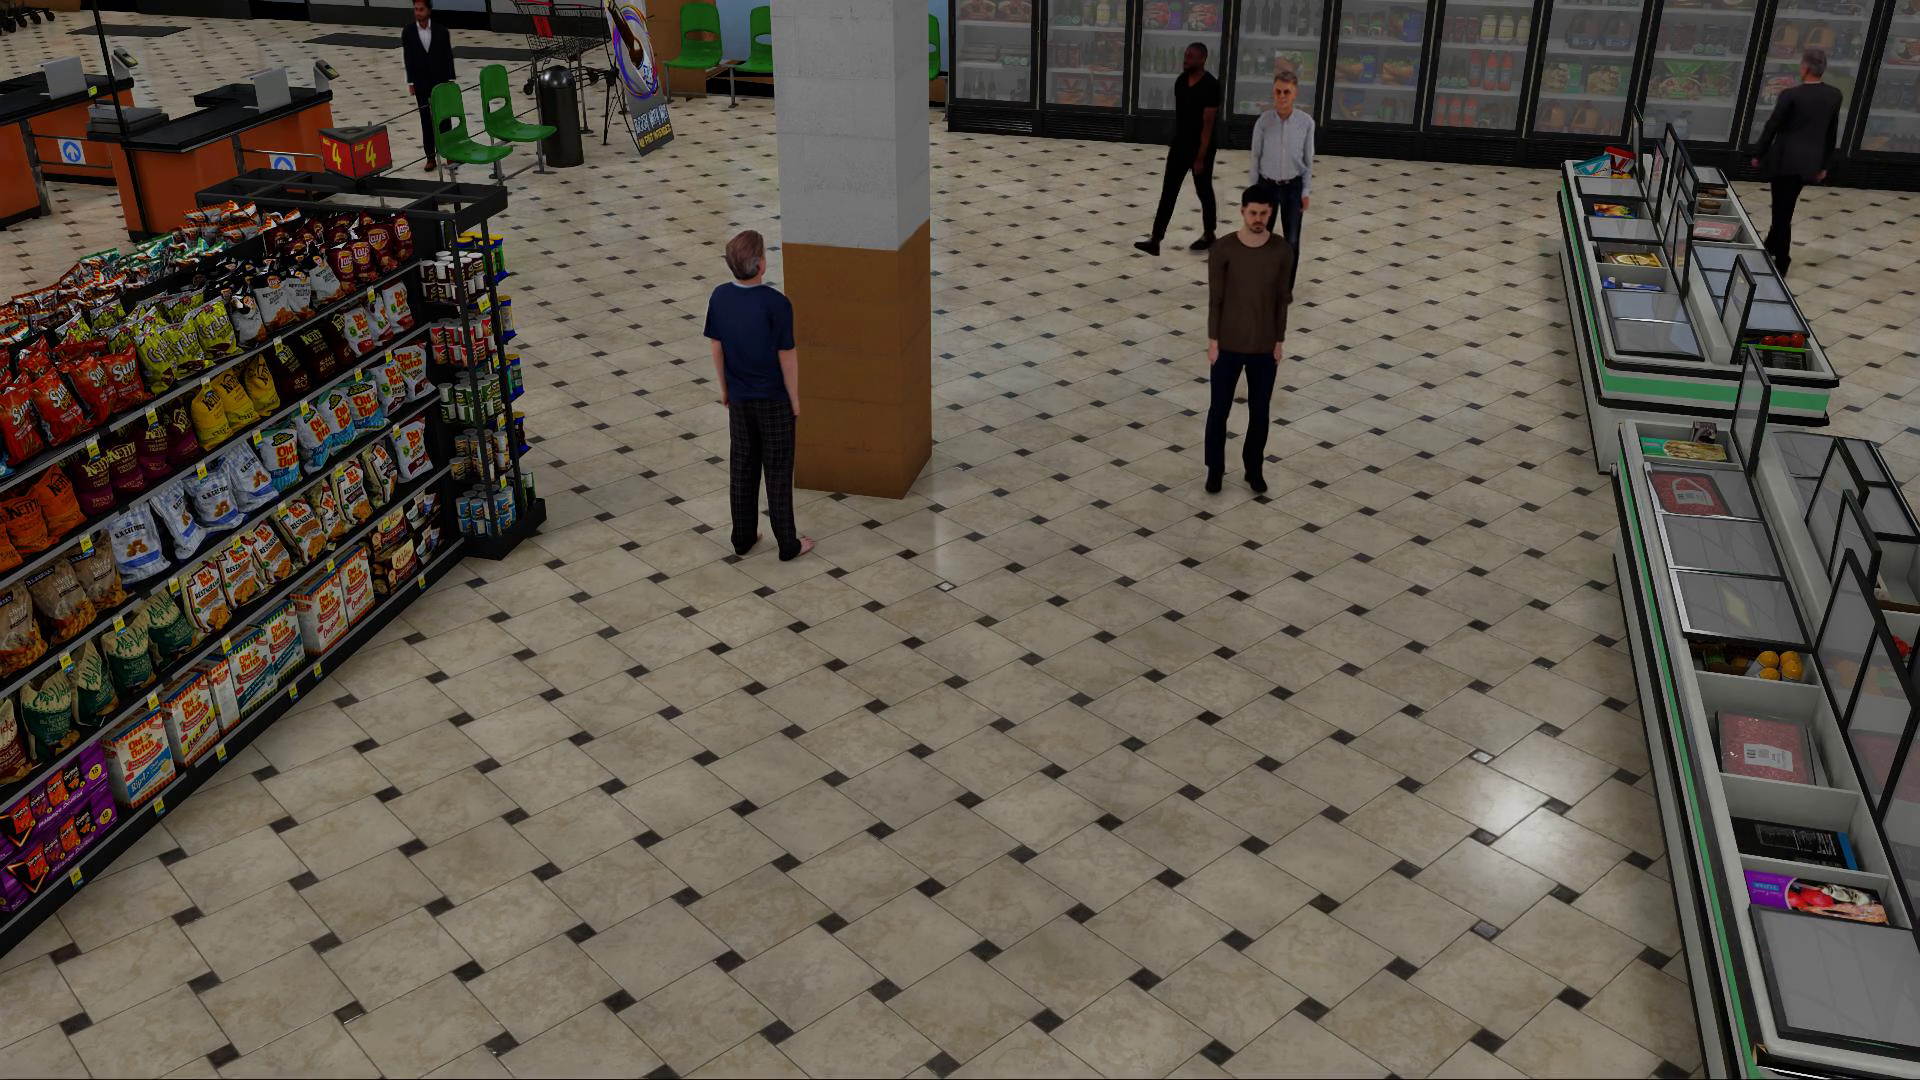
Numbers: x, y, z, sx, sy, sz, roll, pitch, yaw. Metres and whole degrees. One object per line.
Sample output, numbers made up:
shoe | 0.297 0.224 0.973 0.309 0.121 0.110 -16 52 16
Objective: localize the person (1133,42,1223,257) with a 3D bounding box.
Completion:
person | 2.051 -3.284 14.111 1.255 1.774 1.116 -19 33 -33

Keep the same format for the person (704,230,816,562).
person | -1.093 -0.772 9.048 0.672 1.872 0.559 9 28 17

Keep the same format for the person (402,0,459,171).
person | -5.335 -4.622 16.803 0.707 1.725 0.704 -6 28 -12

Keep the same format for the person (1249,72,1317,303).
person | 2.516 -2.761 13.034 0.635 1.815 0.552 7 28 13

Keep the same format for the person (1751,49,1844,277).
person | 6.874 -3.054 13.623 0.938 1.804 1.109 -4 27 -7

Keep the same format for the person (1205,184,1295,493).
person | 1.690 -1.185 9.846 0.705 1.888 0.662 0 27 1
